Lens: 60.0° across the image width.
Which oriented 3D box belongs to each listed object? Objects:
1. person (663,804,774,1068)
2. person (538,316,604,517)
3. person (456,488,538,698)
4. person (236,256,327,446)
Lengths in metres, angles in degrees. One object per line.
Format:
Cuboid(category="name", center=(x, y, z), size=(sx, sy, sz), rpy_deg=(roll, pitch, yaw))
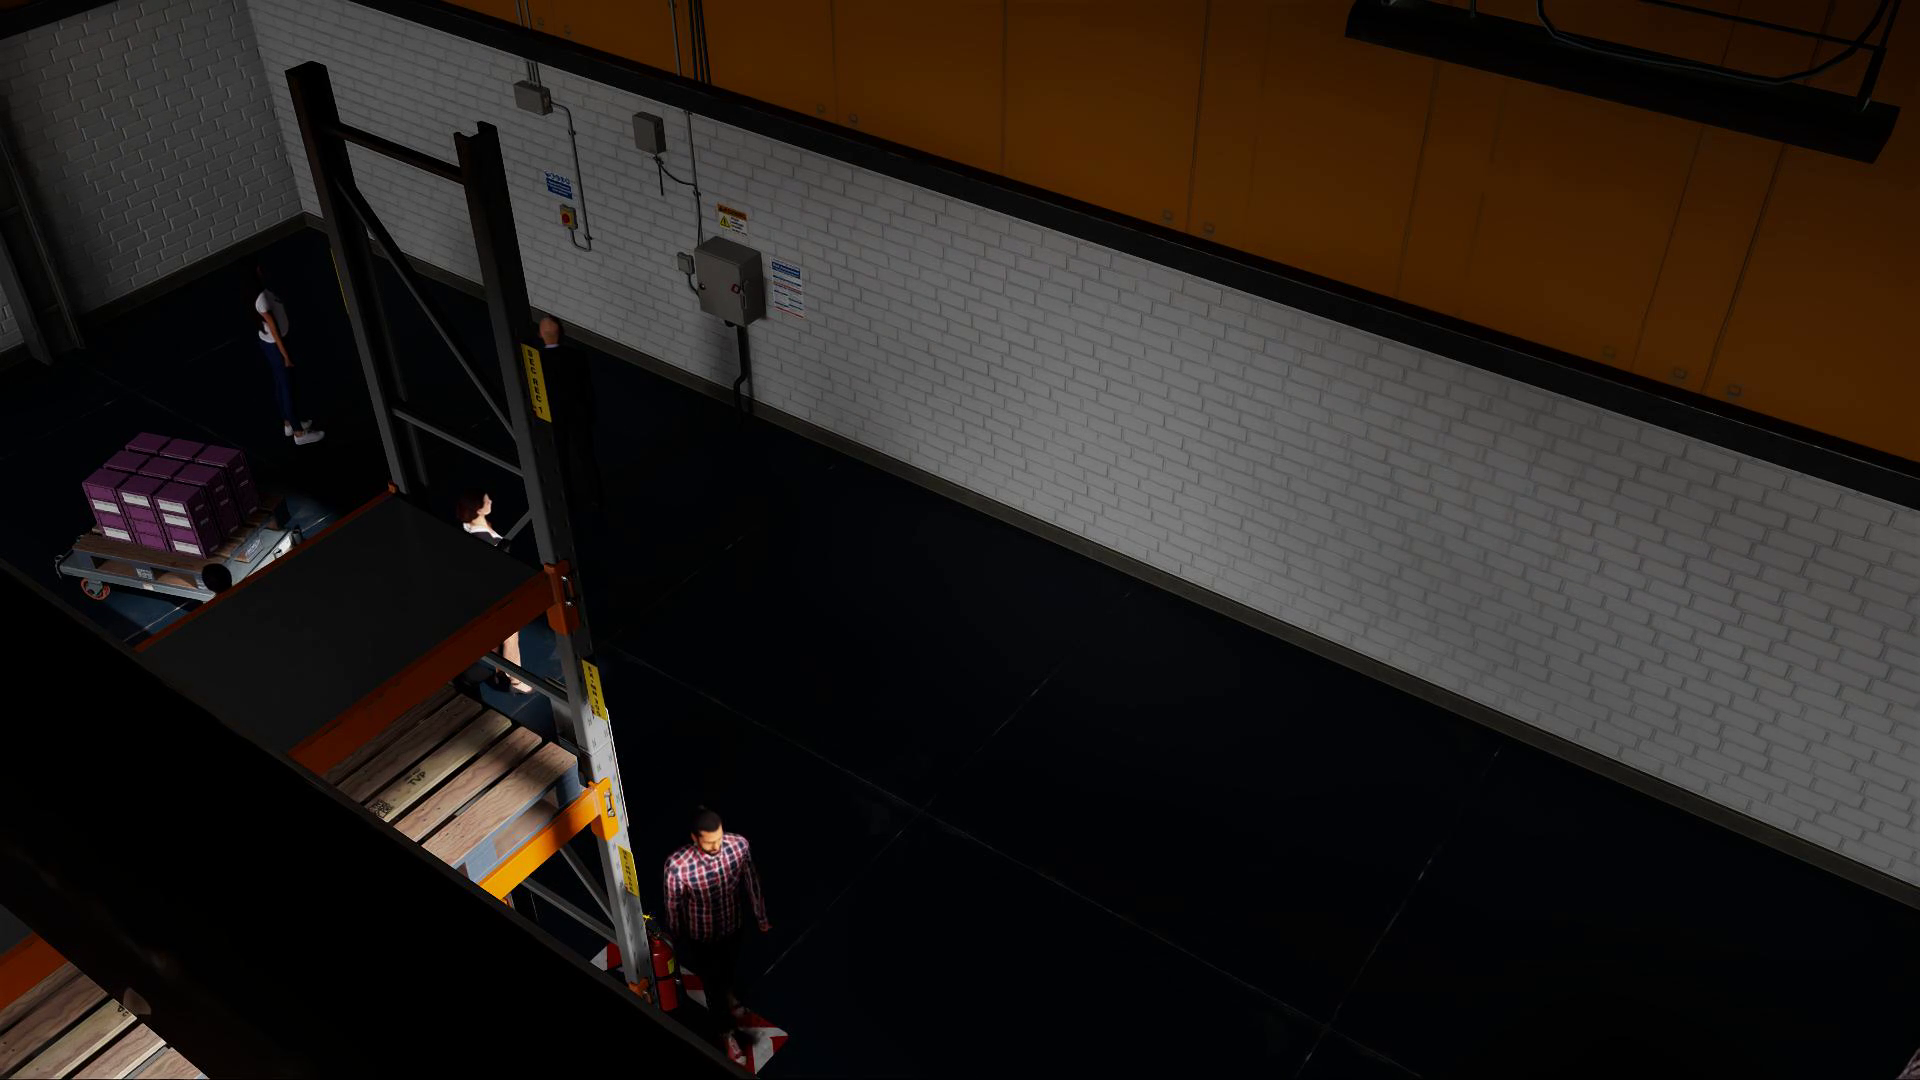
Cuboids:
Cuboid(category="person", center=(-1.434, 2.119, 9.502), size=(0.948, 1.743, 0.944), rpy_deg=(-24, 44, -27))
Cuboid(category="person", center=(-3.163, -0.992, 13.354), size=(0.719, 1.799, 0.832), rpy_deg=(-15, 41, -18))
Cuboid(category="person", center=(-3.258, 0.377, 11.642), size=(0.608, 1.796, 0.530), rpy_deg=(31, 48, 33))
Cuboid(category="person", center=(-5.831, -1.620, 14.159), size=(0.625, 1.775, 0.650), rpy_deg=(-24, 44, -27))
